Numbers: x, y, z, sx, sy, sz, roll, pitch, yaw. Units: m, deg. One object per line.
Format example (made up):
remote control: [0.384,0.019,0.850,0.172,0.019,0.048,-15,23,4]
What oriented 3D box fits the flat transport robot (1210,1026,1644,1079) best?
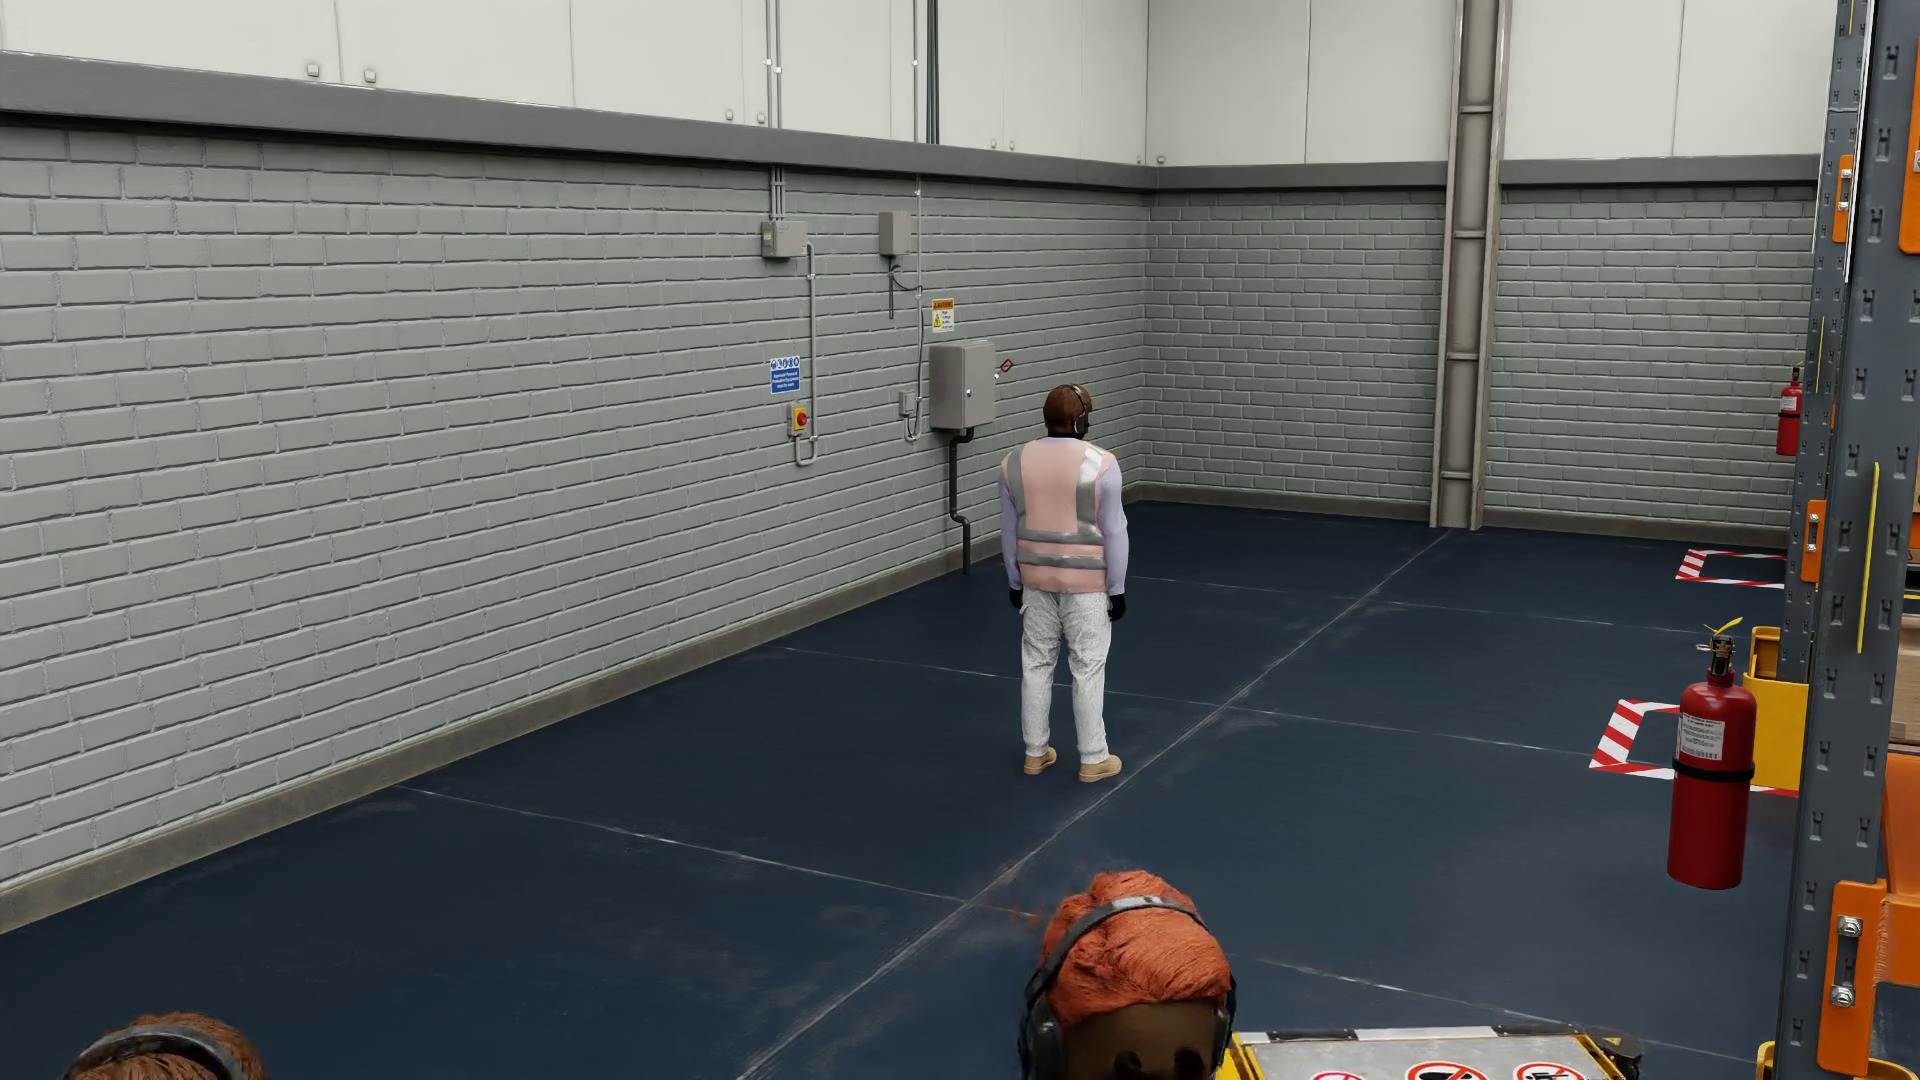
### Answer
flat transport robot: [1.247,1.568,4.521,1.431,0.197,0.652,-1,10,-3]

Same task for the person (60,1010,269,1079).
person: [-0.702,1.329,1.690,0.649,1.784,0.989,1,10,6]

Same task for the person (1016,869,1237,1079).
person: [0.147,1.243,1.983,0.594,1.857,0.847,-2,11,-12]

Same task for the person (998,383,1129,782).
person: [0.495,0.199,7.702,0.621,1.845,0.429,5,12,28]
